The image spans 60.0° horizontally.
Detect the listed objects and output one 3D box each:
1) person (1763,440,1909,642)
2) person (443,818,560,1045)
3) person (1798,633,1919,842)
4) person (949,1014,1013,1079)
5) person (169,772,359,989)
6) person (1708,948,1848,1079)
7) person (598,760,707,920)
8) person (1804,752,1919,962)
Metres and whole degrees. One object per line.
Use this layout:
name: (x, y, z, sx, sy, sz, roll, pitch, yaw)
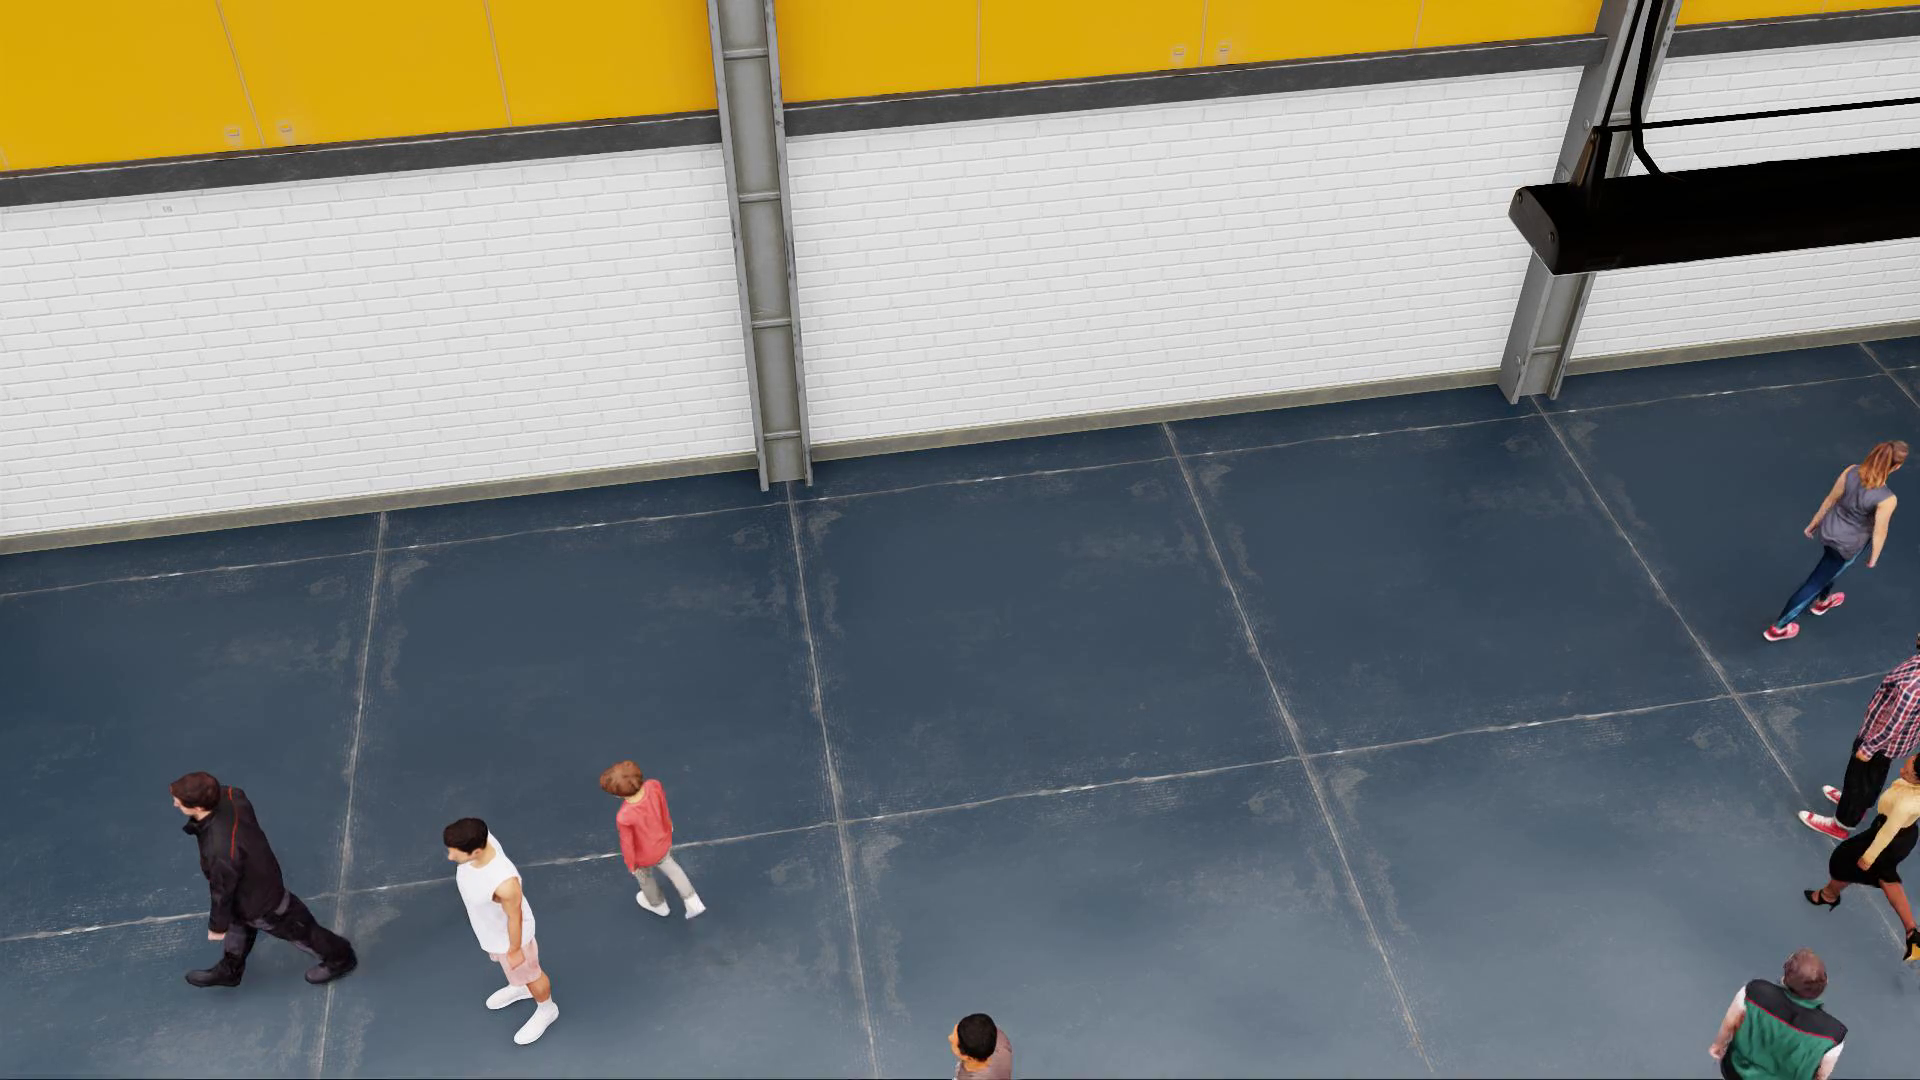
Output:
person: (5.690, 0.042, 10.883, 0.987, 1.700, 0.701, -14, 45, -14)
person: (-2.399, 2.006, 8.761, 0.739, 1.782, 0.729, -30, 51, -27)
person: (5.439, 1.101, 9.726, 0.717, 1.762, 0.836, -33, 52, -30)
person: (0.192, 2.839, 7.930, 1.254, 1.723, 1.026, 13, 45, 13)
person: (-3.681, 1.851, 8.919, 1.196, 1.790, 0.897, -17, 46, -17)
person: (3.929, 2.583, 8.134, 1.054, 1.812, 0.934, -23, 48, -22)
person: (-1.698, 1.730, 9.328, 0.827, 1.401, 0.769, 29, 51, 27)
person: (5.169, 1.735, 9.163, 0.969, 1.621, 0.892, -22, 48, -21)
